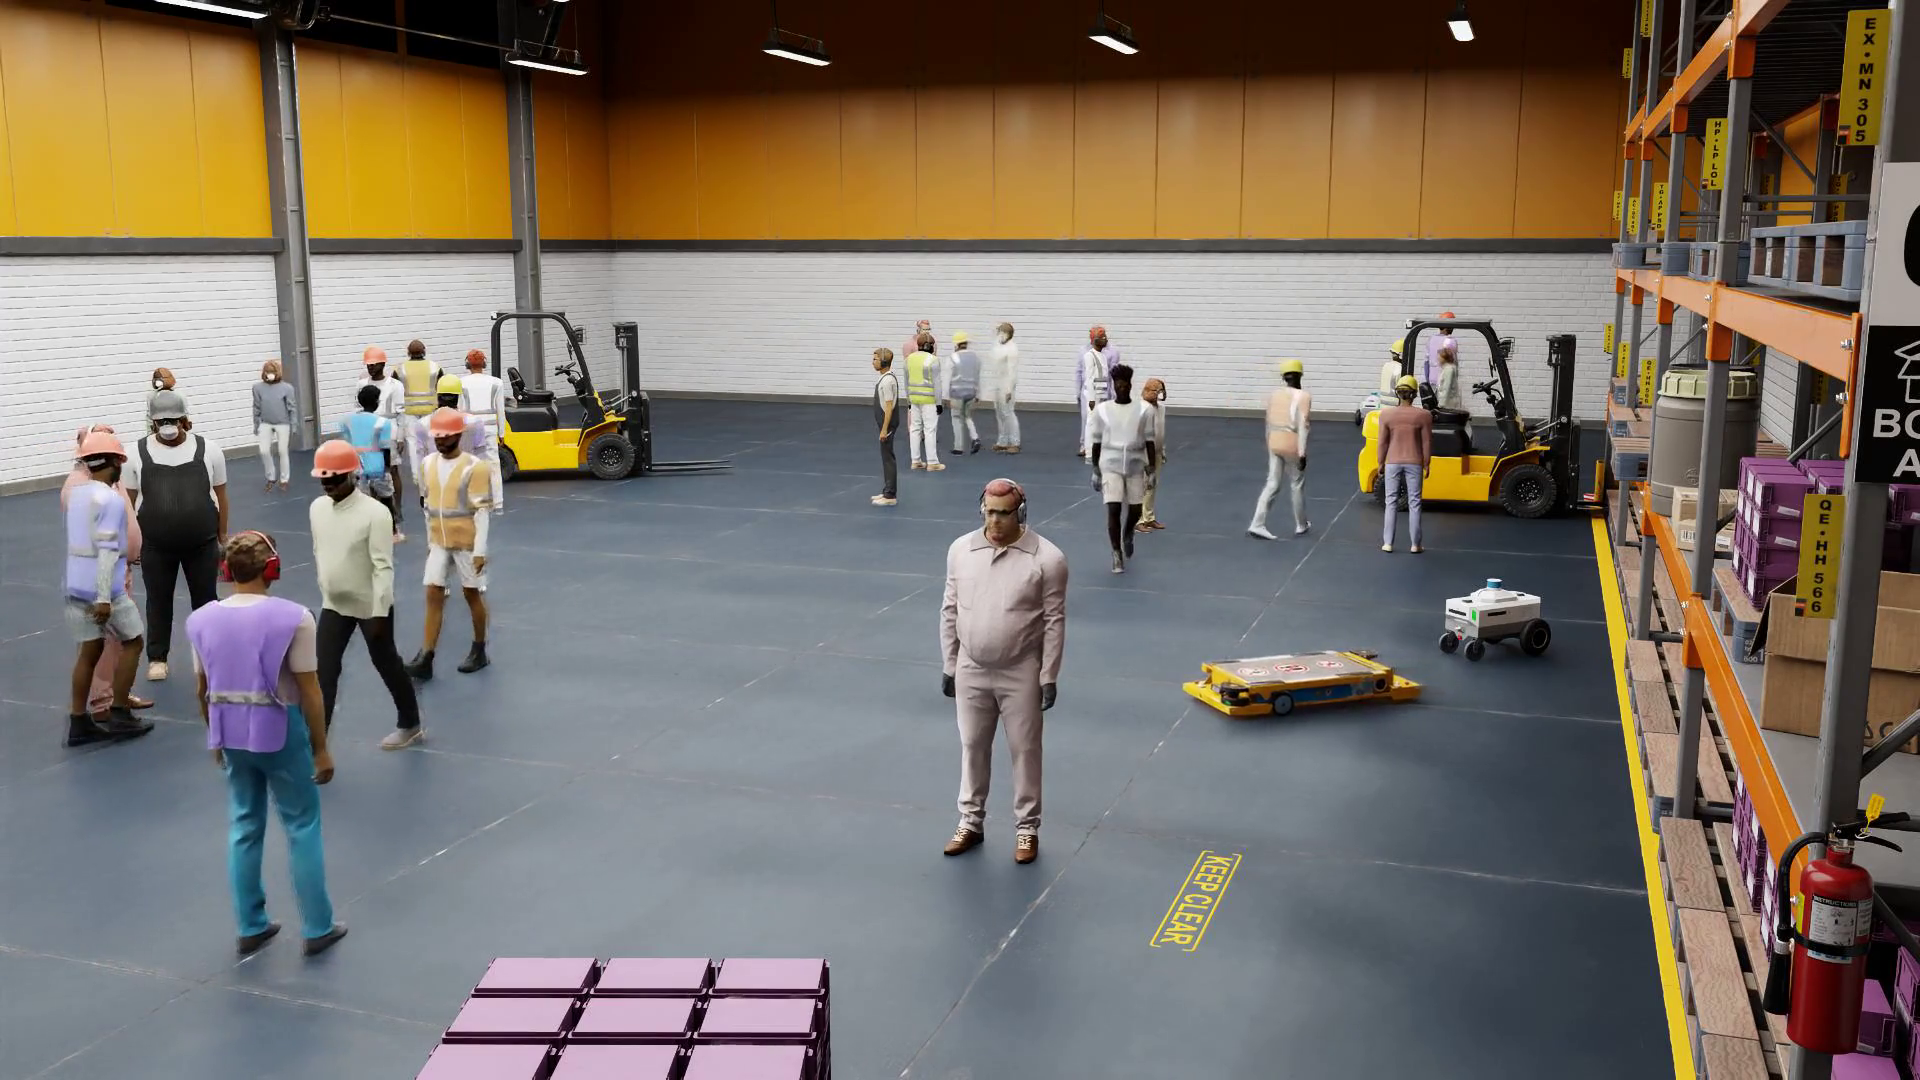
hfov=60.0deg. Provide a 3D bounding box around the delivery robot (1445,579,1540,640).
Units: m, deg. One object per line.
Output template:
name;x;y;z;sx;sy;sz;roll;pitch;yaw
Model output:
delivery robot;3.953;0.532;12.344;0.707;0.478;0.477;-5;11;-26

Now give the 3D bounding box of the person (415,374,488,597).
person;-4.373;-0.466;14.362;0.594;1.926;0.367;-3;10;-14

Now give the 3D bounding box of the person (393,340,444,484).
person;-6.849;-1.618;21.130;0.643;1.832;0.429;-4;11;-21

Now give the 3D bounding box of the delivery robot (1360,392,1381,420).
delivery robot;6.978;-2.261;28.070;0.477;0.478;0.707;4;11;21

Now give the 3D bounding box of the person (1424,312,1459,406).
person;7.196;-2.373;24.775;0.393;2.041;0.614;-5;11;-28

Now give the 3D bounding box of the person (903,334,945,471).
person;-0.466;-1.854;22.439;0.619;1.839;0.430;9;13;40

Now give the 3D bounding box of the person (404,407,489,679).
person;-3.572;0.037;11.575;0.571;1.907;0.796;3;11;18

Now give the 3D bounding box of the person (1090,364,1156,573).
person;1.522;-0.689;15.568;0.623;1.943;0.664;0;10;1

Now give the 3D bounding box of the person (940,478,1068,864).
person;0.195;0.639;8.204;0.642;1.906;0.410;3;11;19

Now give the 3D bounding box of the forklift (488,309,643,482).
forklift;-5.354;-1.902;21.697;2.313;2.155;1.214;-2;10;-13

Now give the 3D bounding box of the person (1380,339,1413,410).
person;5.651;-1.682;21.520;0.404;1.824;0.586;-3;10;-14

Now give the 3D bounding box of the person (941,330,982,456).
person;0.030;-2.097;23.877;0.586;1.814;0.418;-8;13;-37

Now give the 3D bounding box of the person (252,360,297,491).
person;-8.435;-1.397;20.462;0.535;1.614;0.468;-1;10;-8

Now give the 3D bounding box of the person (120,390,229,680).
person;-5.465;-0.038;11.636;0.688;2.000;0.536;-5;11;-28

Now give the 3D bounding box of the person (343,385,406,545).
person;-5.863;-0.709;16.506;0.537;1.654;0.865;1;10;7

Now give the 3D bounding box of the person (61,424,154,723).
person;-5.429;0.210;10.617;0.408;1.906;0.654;-2;10;-12

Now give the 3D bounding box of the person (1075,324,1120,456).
person;1.968;-2.153;23.969;0.663;1.905;0.430;3;11;17

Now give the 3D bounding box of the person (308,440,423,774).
person;-3.534;0.369;9.675;0.626;1.927;1.058;4;11;21

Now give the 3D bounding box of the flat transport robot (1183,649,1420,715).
flat transport robot;2.277;0.940;11.109;1.431;0.197;0.652;-4;11;-20

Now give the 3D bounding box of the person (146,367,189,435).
person;-9.137;-1.175;19.185;0.500;1.633;0.280;1;10;5

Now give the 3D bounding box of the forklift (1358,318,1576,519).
forklift;5.787;-1.437;19.079;2.313;2.155;1.214;3;11;19

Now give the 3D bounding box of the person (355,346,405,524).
person;-6.306;-1.133;18.090;0.545;1.938;0.362;1;10;3

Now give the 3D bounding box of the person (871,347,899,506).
person;-0.878;-1.322;19.413;0.341;1.846;0.510;-1;10;-3

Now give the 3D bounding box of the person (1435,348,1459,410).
person;6.766;-1.892;23.325;0.909;1.579;0.527;0;10;2

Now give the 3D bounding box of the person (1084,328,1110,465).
person;1.903;-1.988;23.056;0.353;1.884;0.578;4;11;22

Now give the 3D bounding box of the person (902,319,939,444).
person;-0.570;-2.425;25.465;0.641;1.905;0.410;-9;13;-41

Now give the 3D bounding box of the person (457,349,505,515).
person;-5.374;-1.191;18.610;0.573;1.875;0.355;-5;11;-25

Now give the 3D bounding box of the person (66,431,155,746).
person;-5.269;0.294;10.166;0.557;1.891;0.609;6;12;31

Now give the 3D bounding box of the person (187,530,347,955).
person;-2.961;0.873;7.079;0.591;1.835;0.421;2;10;10

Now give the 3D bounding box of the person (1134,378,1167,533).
person;2.031;-0.902;17.642;0.269;1.632;0.505;8;13;37

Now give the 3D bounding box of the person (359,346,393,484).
person;-7.357;-1.564;20.999;0.523;1.769;0.316;2;10;14

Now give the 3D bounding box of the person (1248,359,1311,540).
person;3.386;-0.942;17.271;0.961;1.858;0.636;-9;14;-42

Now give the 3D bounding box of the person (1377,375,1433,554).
person;4.375;-0.740;16.387;0.523;1.759;0.335;3;11;18

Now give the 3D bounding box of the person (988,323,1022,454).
person;0.678;-2.204;24.231;0.368;1.906;0.715;-4;11;-21
